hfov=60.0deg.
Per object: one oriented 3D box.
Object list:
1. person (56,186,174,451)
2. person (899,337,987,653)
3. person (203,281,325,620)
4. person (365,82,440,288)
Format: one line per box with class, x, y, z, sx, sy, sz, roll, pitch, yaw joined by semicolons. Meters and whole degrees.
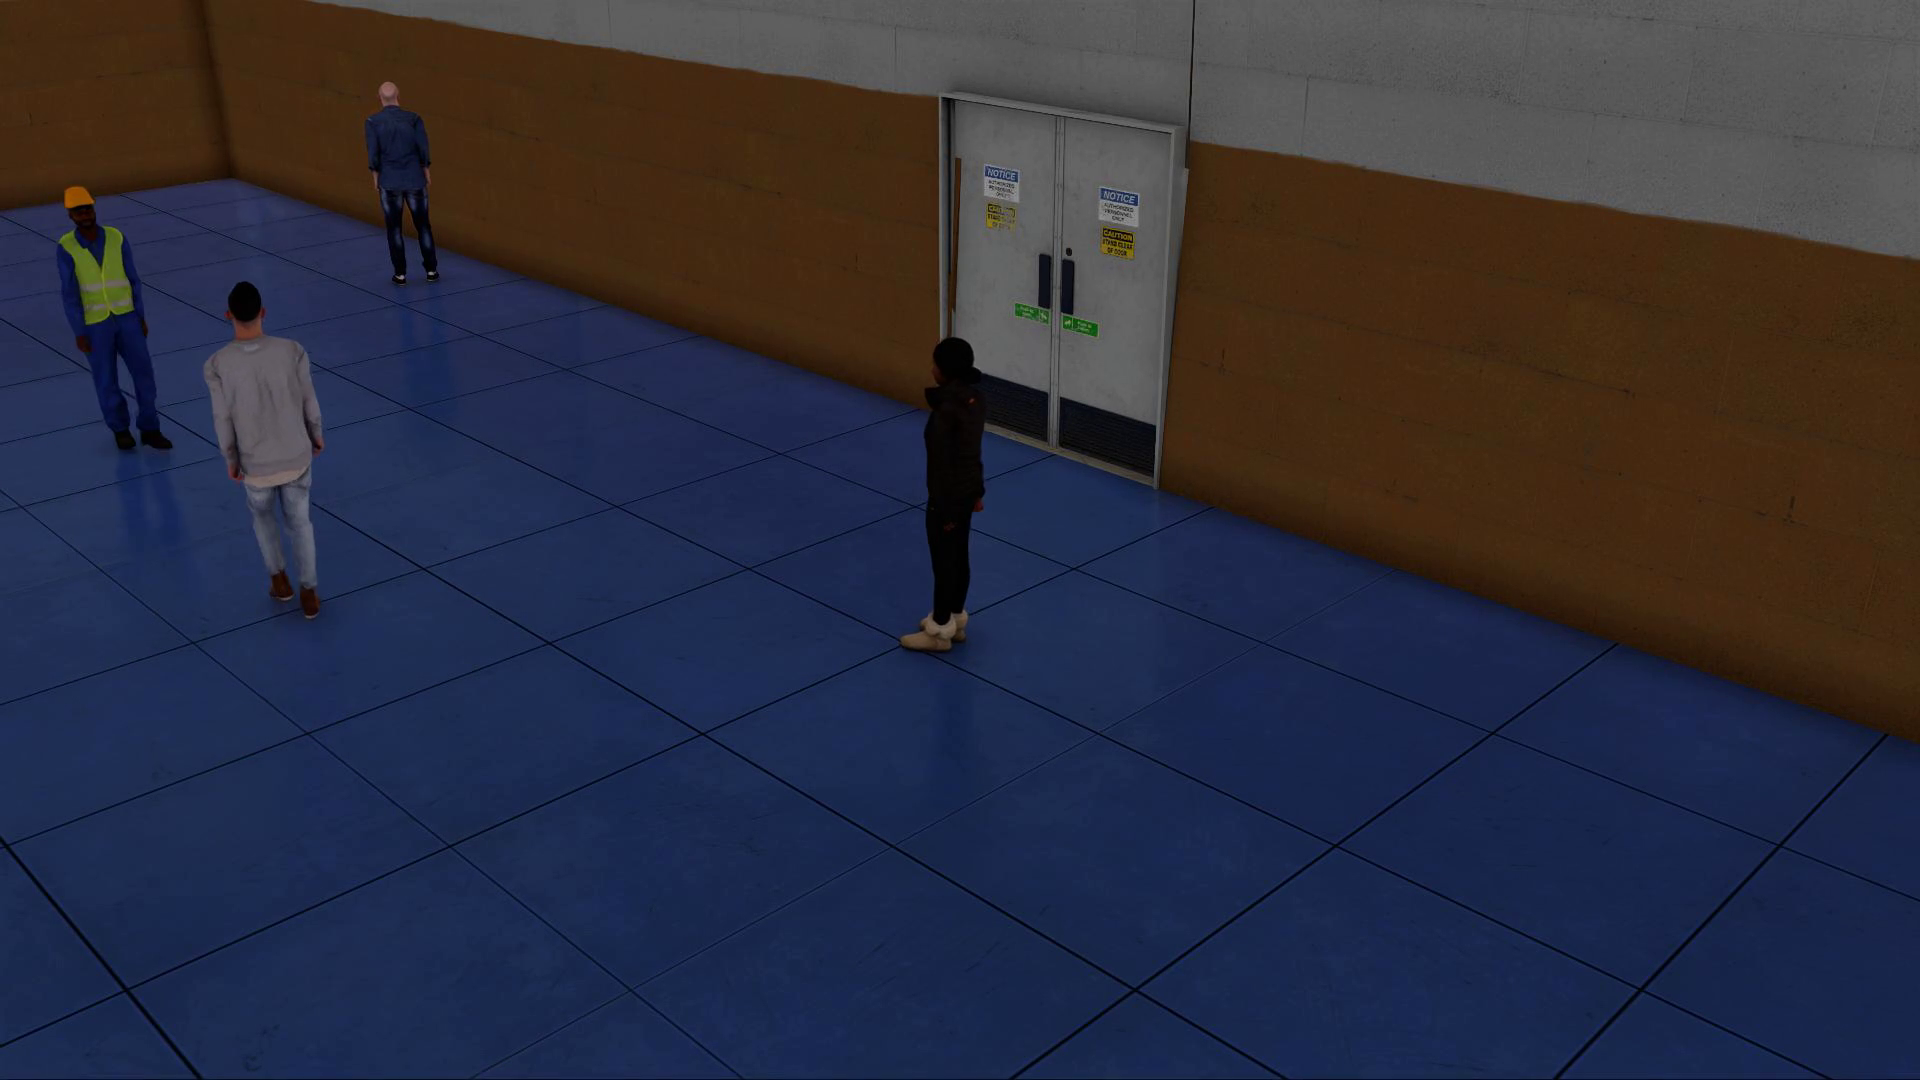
person;-5.756;-1.479;11.174;0.754;1.790;0.736;-22;32;-40
person;-0.032;-0.219;8.451;0.727;1.665;0.667;1;24;1
person;-3.590;-0.429;8.739;0.767;1.819;0.861;-10;26;-23
person;-5.084;-3.245;15.166;0.672;1.826;0.847;-10;26;-22
